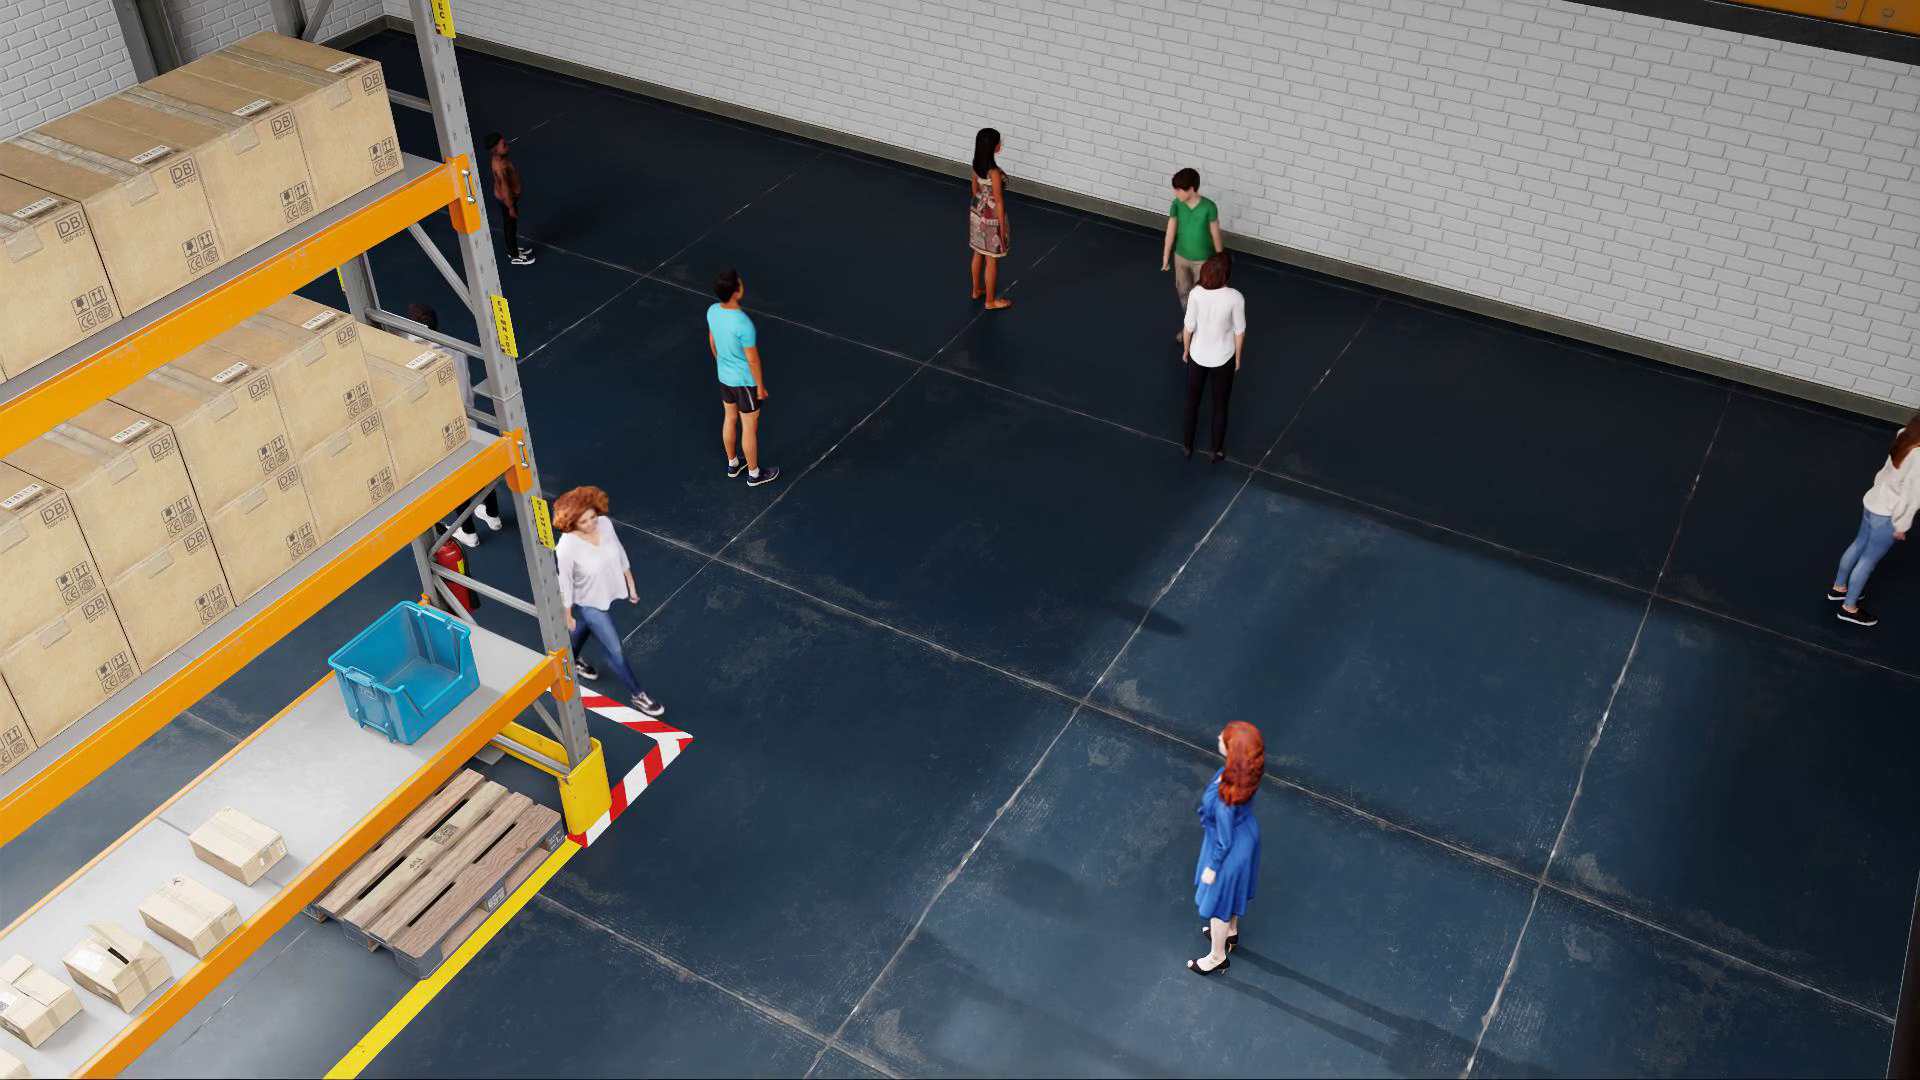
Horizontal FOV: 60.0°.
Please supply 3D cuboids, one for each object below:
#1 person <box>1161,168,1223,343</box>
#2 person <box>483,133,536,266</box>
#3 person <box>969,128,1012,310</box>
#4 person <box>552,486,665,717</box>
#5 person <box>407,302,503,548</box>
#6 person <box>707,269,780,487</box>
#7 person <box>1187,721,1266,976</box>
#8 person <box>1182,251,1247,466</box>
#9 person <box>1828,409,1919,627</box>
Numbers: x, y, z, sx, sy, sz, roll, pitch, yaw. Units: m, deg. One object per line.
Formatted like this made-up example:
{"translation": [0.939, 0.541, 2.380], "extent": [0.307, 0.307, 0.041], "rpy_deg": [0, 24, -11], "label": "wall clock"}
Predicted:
{"translation": [1.998, -2.376, 13.910], "extent": [0.654, 1.617, 0.629], "rpy_deg": [10, 40, 13], "label": "person"}
{"translation": [-4.127, -3.116, 15.127], "extent": [0.649, 1.254, 0.595], "rpy_deg": [-11, 40, -14], "label": "person"}
{"translation": [0.241, -2.797, 14.414], "extent": [0.714, 1.645, 0.724], "rpy_deg": [-19, 43, -23], "label": "person"}
{"translation": [-2.368, 0.323, 10.488], "extent": [0.708, 1.669, 1.022], "rpy_deg": [20, 43, 23], "label": "person"}
{"translation": [-3.578, -0.809, 11.697], "extent": [0.752, 1.929, 0.541], "rpy_deg": [24, 44, 27], "label": "person"}
{"translation": [-1.646, -1.197, 12.305], "extent": [0.655, 1.777, 0.582], "rpy_deg": [28, 47, 31], "label": "person"}
{"translation": [1.410, 1.634, 8.718], "extent": [0.654, 1.828, 0.496], "rpy_deg": [20, 43, 23], "label": "person"}
{"translation": [1.879, -1.346, 12.478], "extent": [0.645, 1.794, 0.579], "rpy_deg": [12, 40, 15], "label": "person"}
{"translation": [6.205, -0.199, 11.121], "extent": [0.739, 1.694, 0.595], "rpy_deg": [7, 39, 9], "label": "person"}
